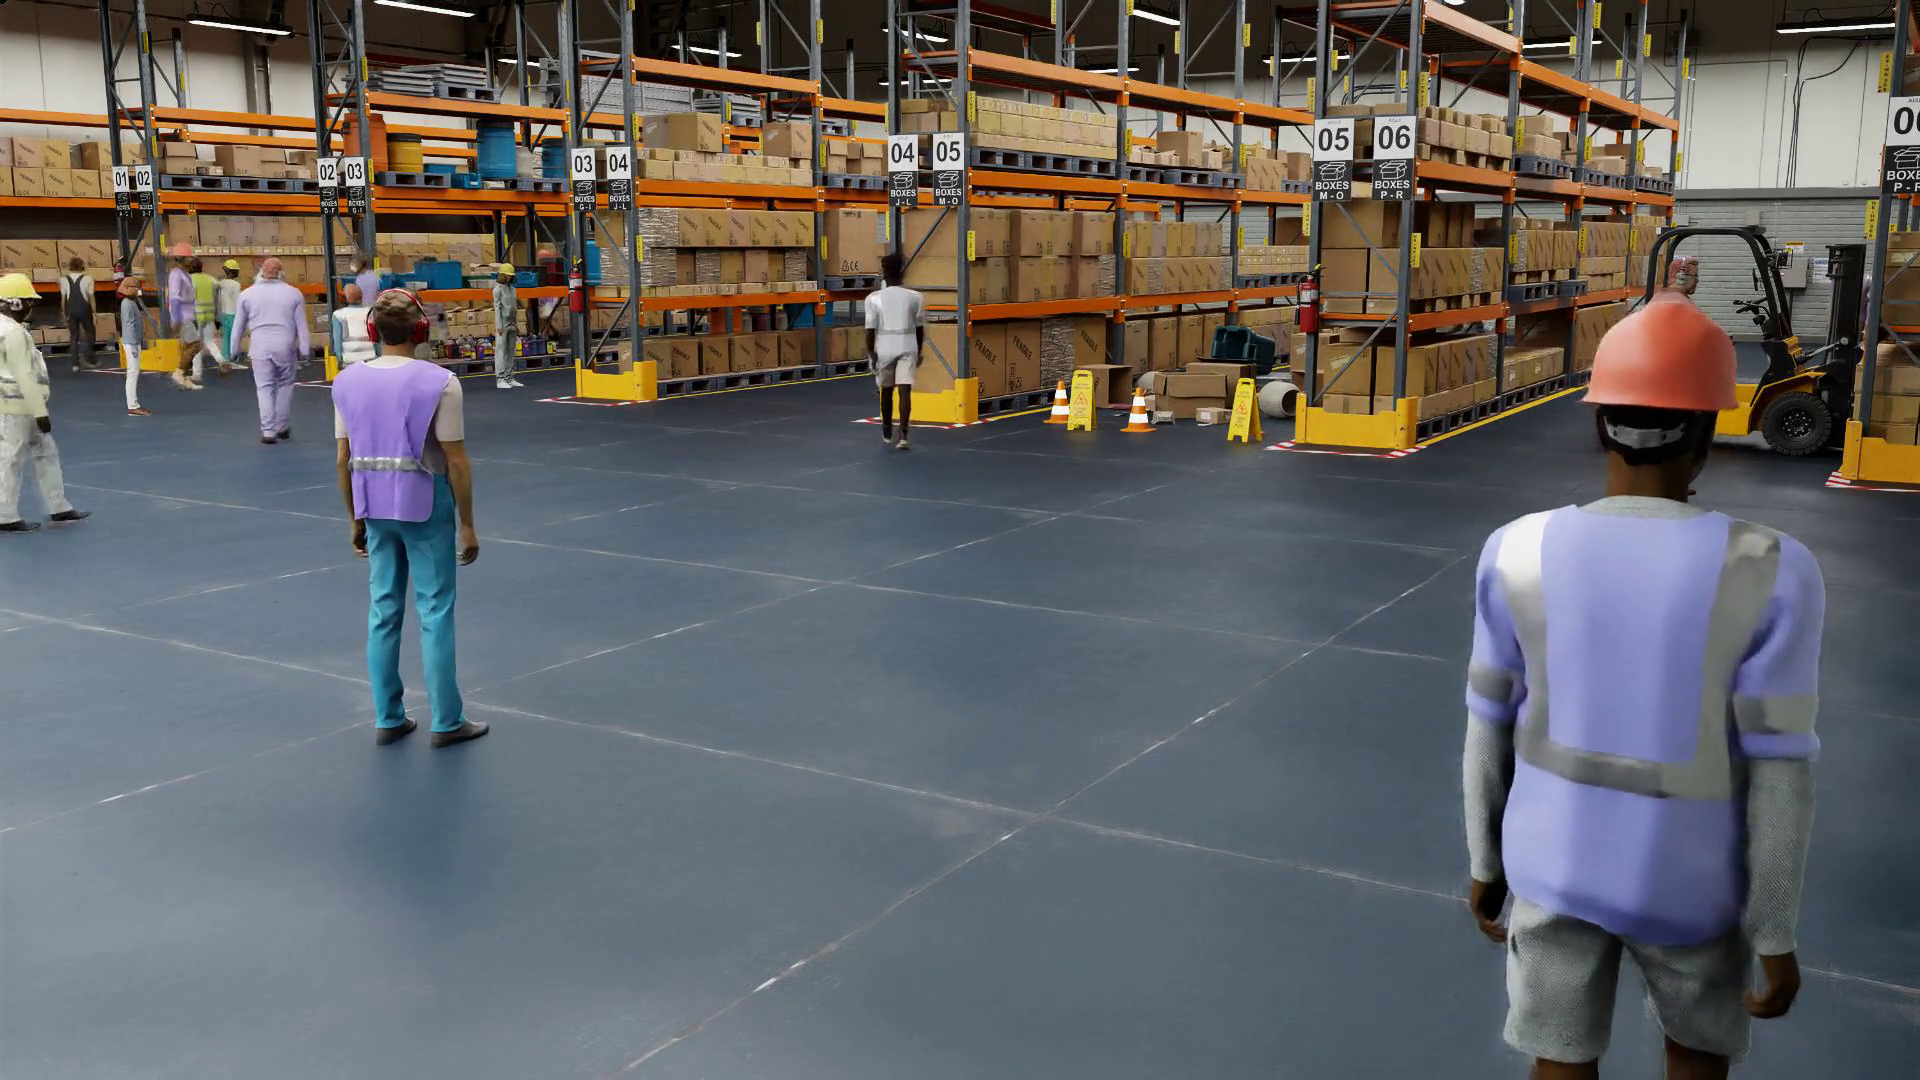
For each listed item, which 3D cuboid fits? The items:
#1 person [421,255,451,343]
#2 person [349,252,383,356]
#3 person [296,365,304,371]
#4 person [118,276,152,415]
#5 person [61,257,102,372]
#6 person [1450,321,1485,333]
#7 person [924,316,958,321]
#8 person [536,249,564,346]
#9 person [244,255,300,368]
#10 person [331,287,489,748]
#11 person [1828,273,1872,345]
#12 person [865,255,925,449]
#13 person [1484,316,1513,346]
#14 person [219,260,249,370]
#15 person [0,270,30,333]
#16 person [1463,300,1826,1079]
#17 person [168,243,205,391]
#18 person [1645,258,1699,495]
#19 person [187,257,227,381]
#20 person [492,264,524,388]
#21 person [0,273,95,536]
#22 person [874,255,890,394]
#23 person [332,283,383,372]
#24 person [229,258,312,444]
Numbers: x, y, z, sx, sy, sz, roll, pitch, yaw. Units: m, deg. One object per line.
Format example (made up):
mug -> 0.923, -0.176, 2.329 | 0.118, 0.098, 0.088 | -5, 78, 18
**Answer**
person -> -8.533, -3.715, 27.097 | 0.645, 1.817, 0.753 | 5, 11, 27
person -> -8.298, -3.053, 23.192 | 0.925, 1.891, 0.629 | -8, 13, -38
person -> -10.735, -3.441, 26.024 | 0.536, 1.657, 0.875 | 8, 13, 36
person -> -9.753, -2.290, 19.655 | 0.276, 1.631, 0.507 | -4, 11, -23
person -> -13.942, -3.578, 26.401 | 0.536, 1.793, 0.880 | -2, 10, -10
person -> 10.433, -4.943, 33.897 | 0.678, 1.863, 0.994 | -9, 13, -41
person -> -0.271, -3.024, 22.655 | 0.604, 2.038, 0.403 | 2, 10, 12
person -> -7.816, -4.566, 31.660 | 0.548, 1.914, 0.787 | 5, 11, 28
person -> -11.279, -3.719, 27.078 | 0.584, 1.849, 0.935 | 6, 12, 30
person -> -2.209, -0.077, 6.655 | 0.571, 1.849, 0.382 | 2, 10, 13
person -> 12.764, -3.177, 23.843 | 0.582, 1.919, 0.392 | 6, 12, 28
person -> -0.646, -1.876, 16.575 | 0.599, 1.920, 1.026 | -1, 10, -4
person -> 10.725, -4.750, 32.848 | 0.568, 1.848, 0.481 | -9, 14, -42
person -> -11.680, -3.614, 26.731 | 0.518, 1.757, 0.341 | 7, 12, 34
person -> -13.568, -3.020, 23.733 | 0.525, 1.637, 0.307 | -3, 10, -14
person -> 1.160, 0.559, 2.878 | 0.569, 1.924, 0.487 | 6, 12, 32
person -> -10.559, -3.035, 22.725 | 0.425, 2.024, 0.625 | -3, 11, -15
person -> 5.789, -1.325, 13.492 | 0.402, 1.904, 0.652 | -1, 10, -4
person -> -11.165, -3.246, 24.483 | 0.558, 1.829, 0.640 | 6, 12, 30
person -> -6.349, -3.004, 23.366 | 0.313, 1.738, 0.483 | 3, 11, 18
person -> -6.431, -0.942, 11.613 | 0.757, 1.805, 0.627 | -7, 12, -34
person -> -0.899, -2.868, 22.227 | 0.518, 1.874, 0.328 | 8, 13, 38
person -> -6.413, -1.939, 17.774 | 0.519, 1.610, 0.805 | -6, 12, -31
person -> -7.072, -1.940, 17.043 | 0.781, 1.851, 0.930 | -4, 11, -20
